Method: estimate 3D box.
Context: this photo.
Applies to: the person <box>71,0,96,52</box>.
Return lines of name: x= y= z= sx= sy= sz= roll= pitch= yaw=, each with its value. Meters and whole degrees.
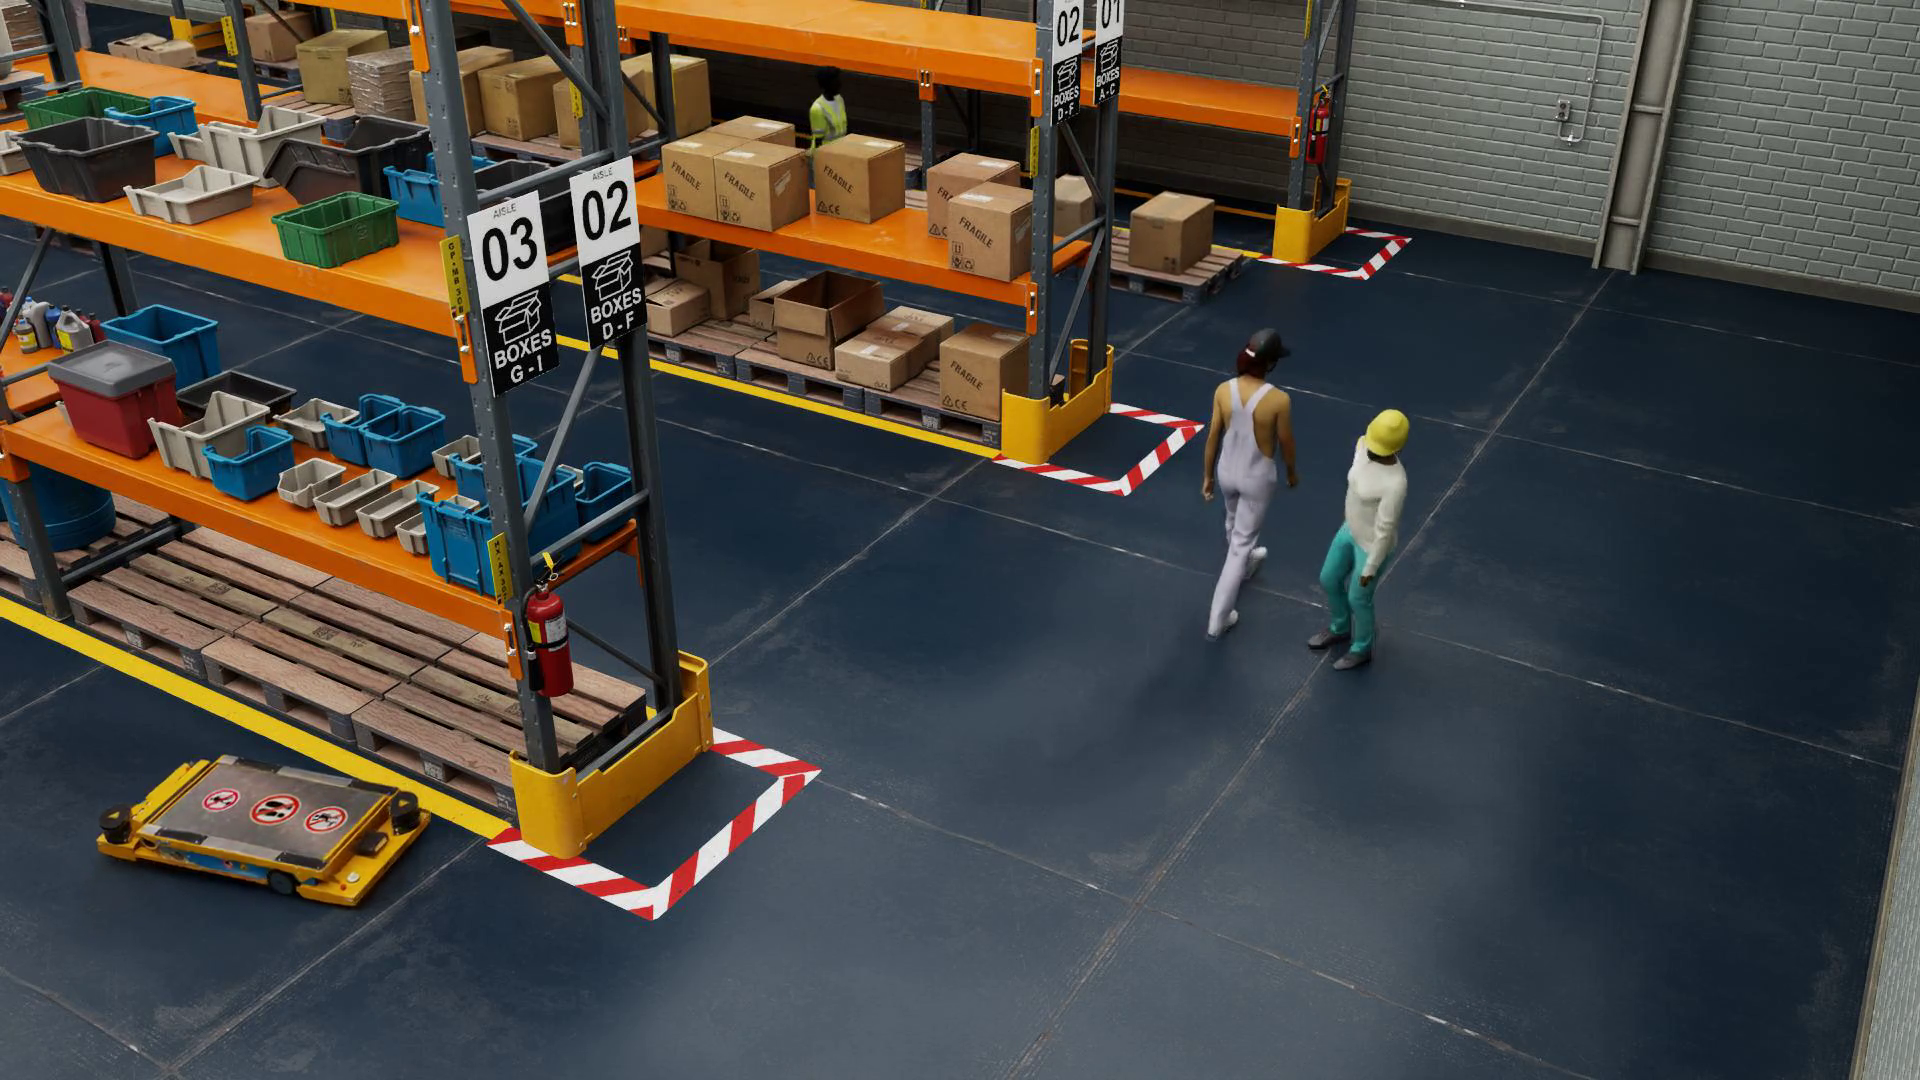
person: x=-12.059 y=-7.486 z=22.460 sx=0.581 sy=1.828 sz=0.472 roll=-4 pitch=29 yaw=-7

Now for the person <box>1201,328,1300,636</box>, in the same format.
person: x=1.705 y=-0.393 z=9.772 sx=0.475 sy=1.796 sz=0.978 roll=21 pitch=35 yaw=33

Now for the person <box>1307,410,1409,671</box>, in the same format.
person: x=2.231 y=0.007 z=9.134 sx=0.382 sy=1.706 sz=0.600 roll=-8 pitch=30 yaw=-14

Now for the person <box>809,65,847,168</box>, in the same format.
person: x=-1.251 y=-3.631 z=15.691 sx=0.410 sy=1.690 sz=0.543 roll=14 pitch=32 yaw=24

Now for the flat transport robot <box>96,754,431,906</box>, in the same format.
flat transport robot: x=-3.402 y=1.394 z=8.132 sx=1.431 sy=0.231 sz=0.659 roll=8 pitch=30 yaw=14
